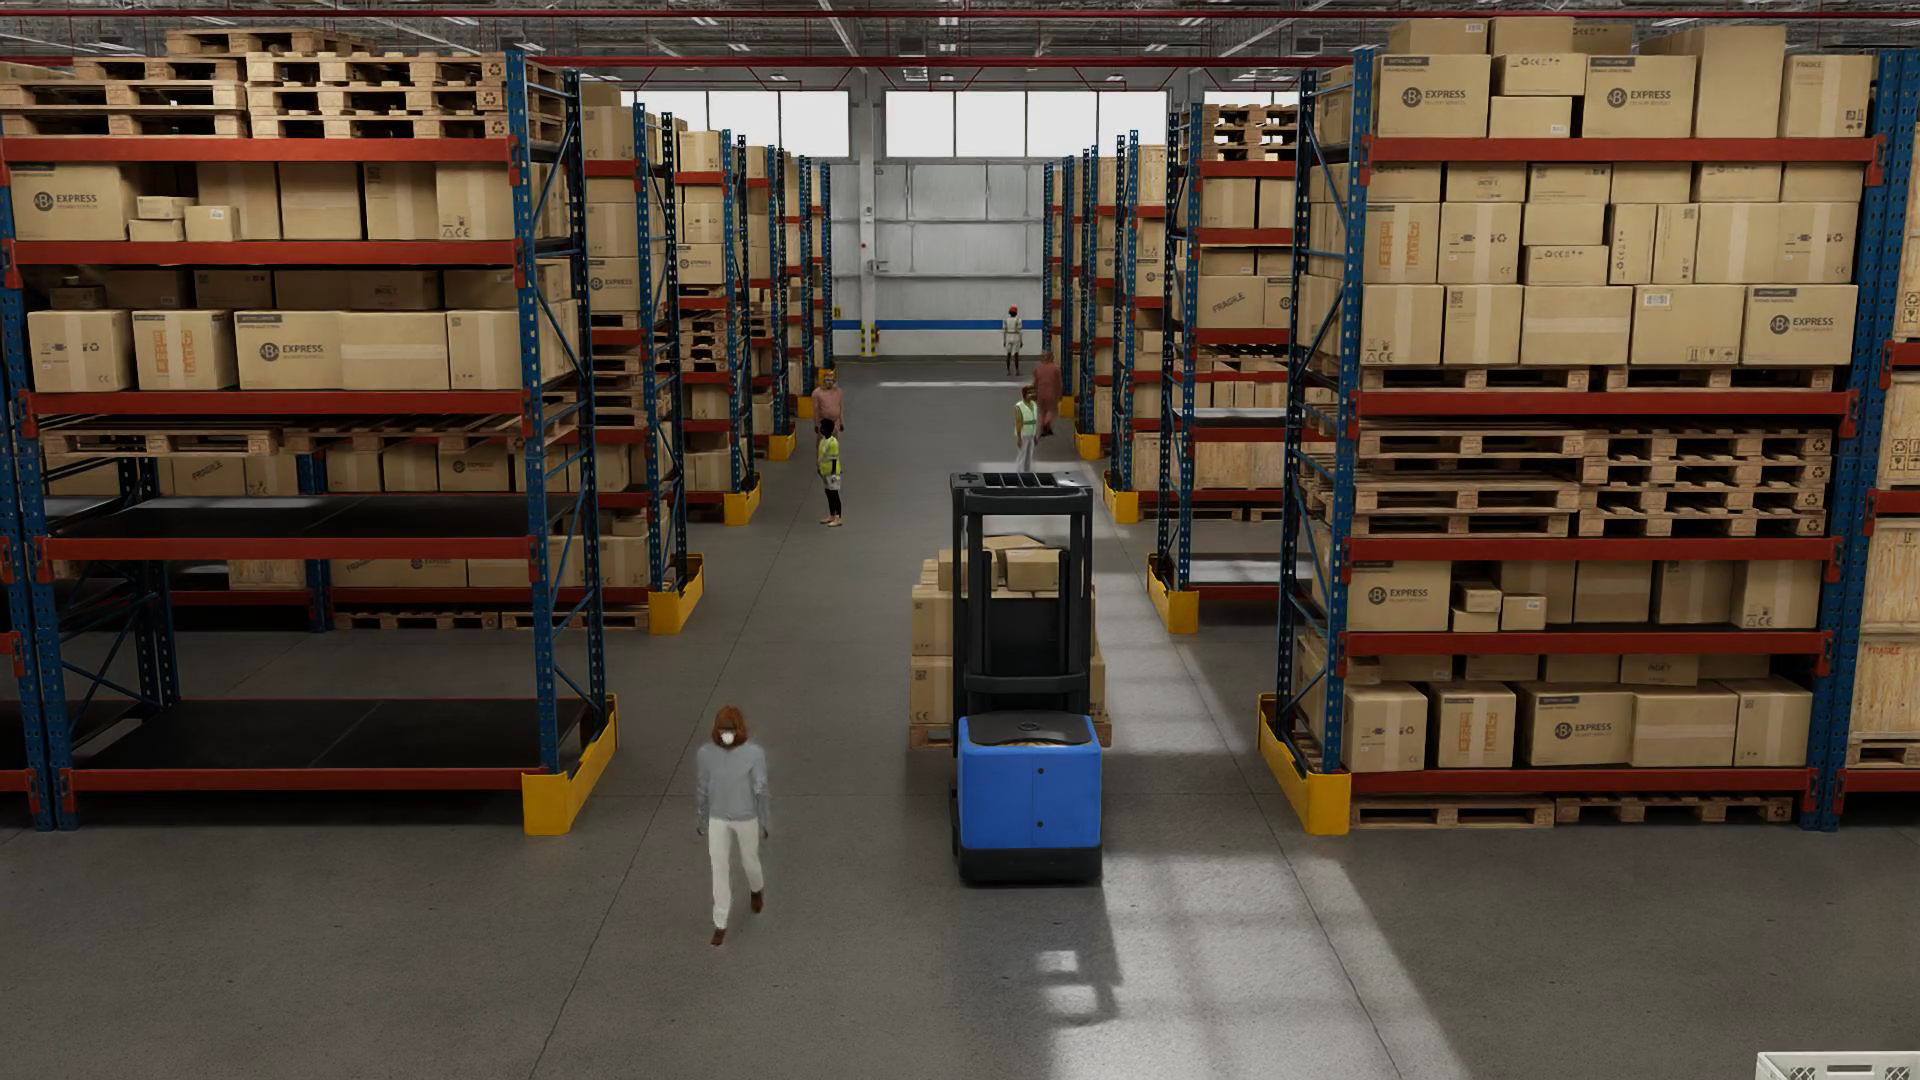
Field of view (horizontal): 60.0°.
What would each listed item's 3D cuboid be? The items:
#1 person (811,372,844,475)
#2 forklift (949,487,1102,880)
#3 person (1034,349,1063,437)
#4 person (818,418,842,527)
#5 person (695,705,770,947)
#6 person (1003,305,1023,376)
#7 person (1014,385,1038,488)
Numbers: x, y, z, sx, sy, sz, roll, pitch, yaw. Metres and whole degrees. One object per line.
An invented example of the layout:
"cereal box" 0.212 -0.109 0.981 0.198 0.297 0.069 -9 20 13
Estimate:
"person" -2.433 -2.161 30.852 0.636 1.903 0.405 -8 14 -34
"forklift" 0.495 0.986 12.813 1.129 2.768 1.873 0 11 -2
"person" 1.901 -3.157 35.816 0.666 1.886 0.437 5 13 25
"person" -2.036 -1.057 25.901 0.320 1.692 0.529 -6 13 -26
"person" -1.557 1.902 11.433 0.515 1.613 0.710 1 11 3
"person" 1.552 -5.840 48.726 0.605 2.045 0.378 4 12 20
"person" 1.159 -1.803 29.209 0.390 1.846 0.565 8 14 33
